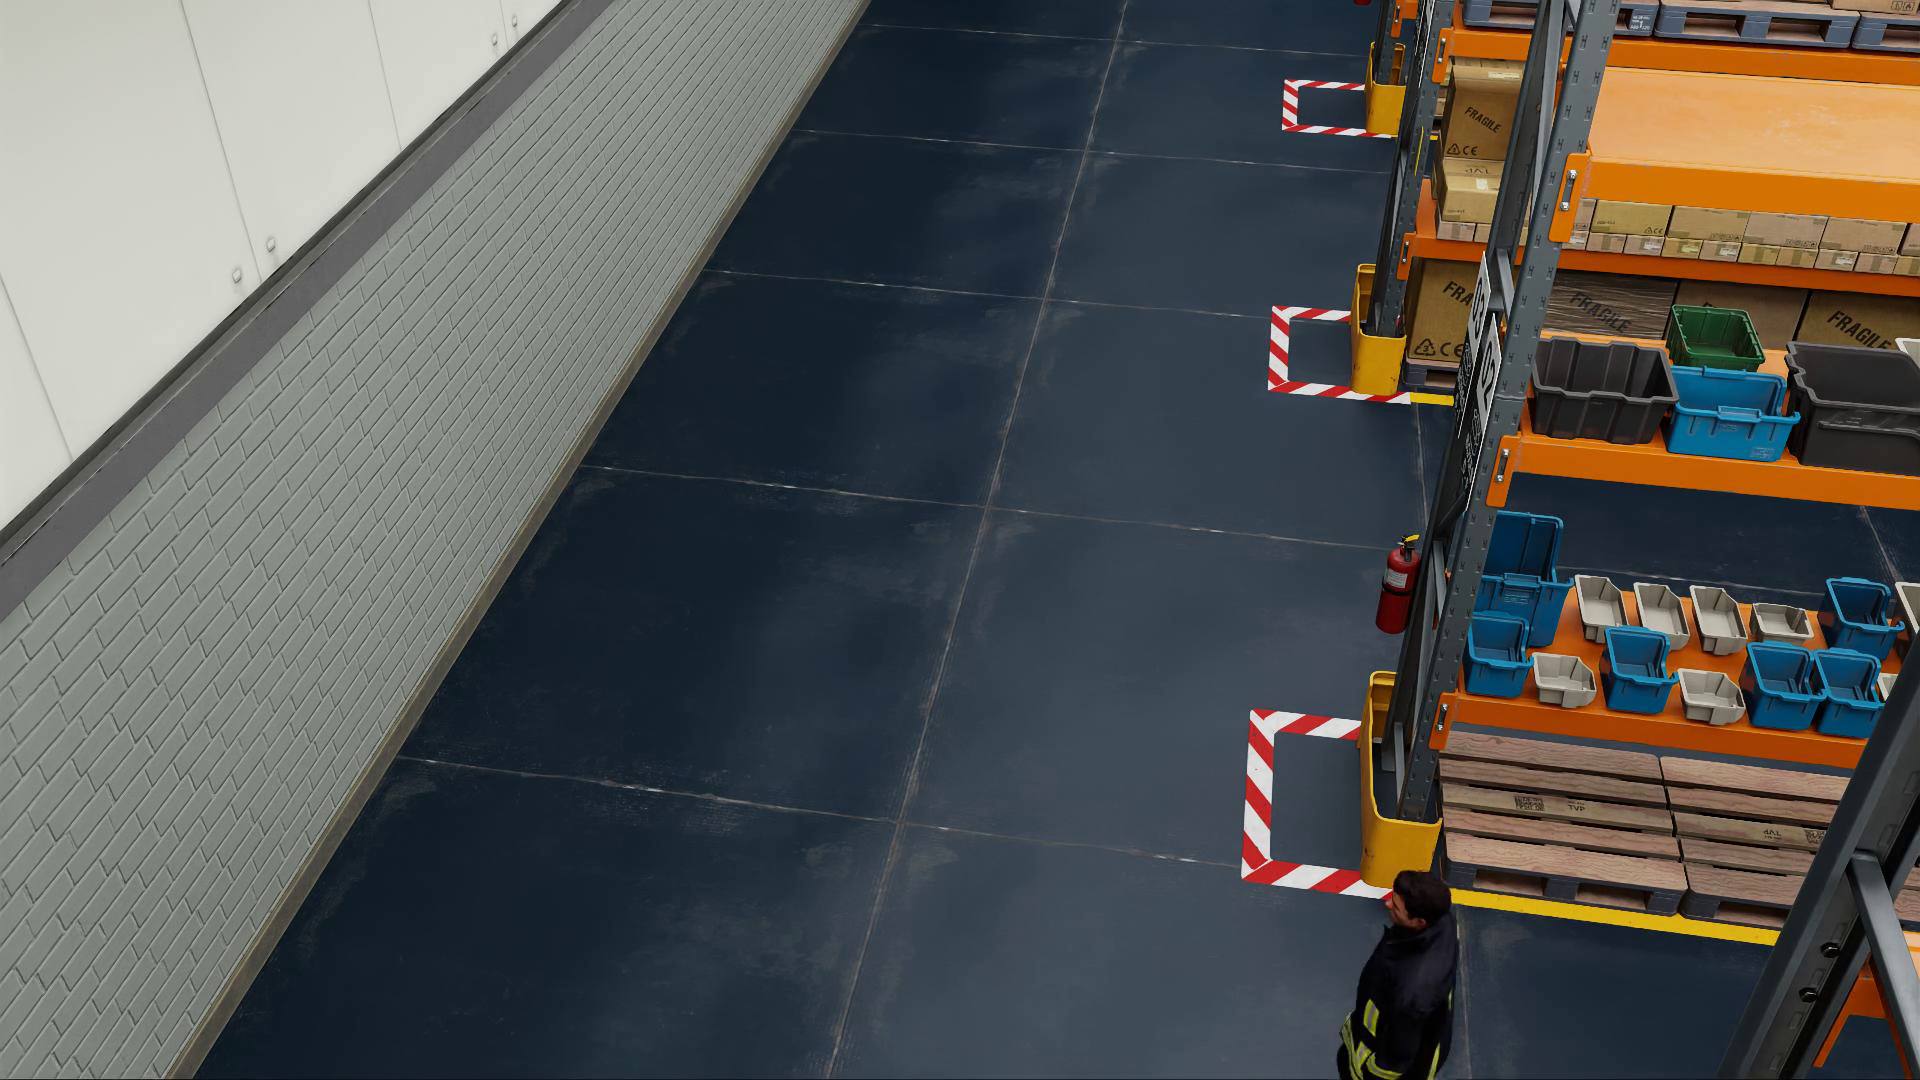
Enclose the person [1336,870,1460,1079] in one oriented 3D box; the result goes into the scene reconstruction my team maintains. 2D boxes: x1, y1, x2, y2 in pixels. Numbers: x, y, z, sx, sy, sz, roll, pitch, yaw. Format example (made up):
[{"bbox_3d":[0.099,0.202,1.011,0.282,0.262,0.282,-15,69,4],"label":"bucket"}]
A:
[{"bbox_3d":[1.918,2.068,6.935,0.741,1.917,0.830,10,38,13],"label":"person"}]
